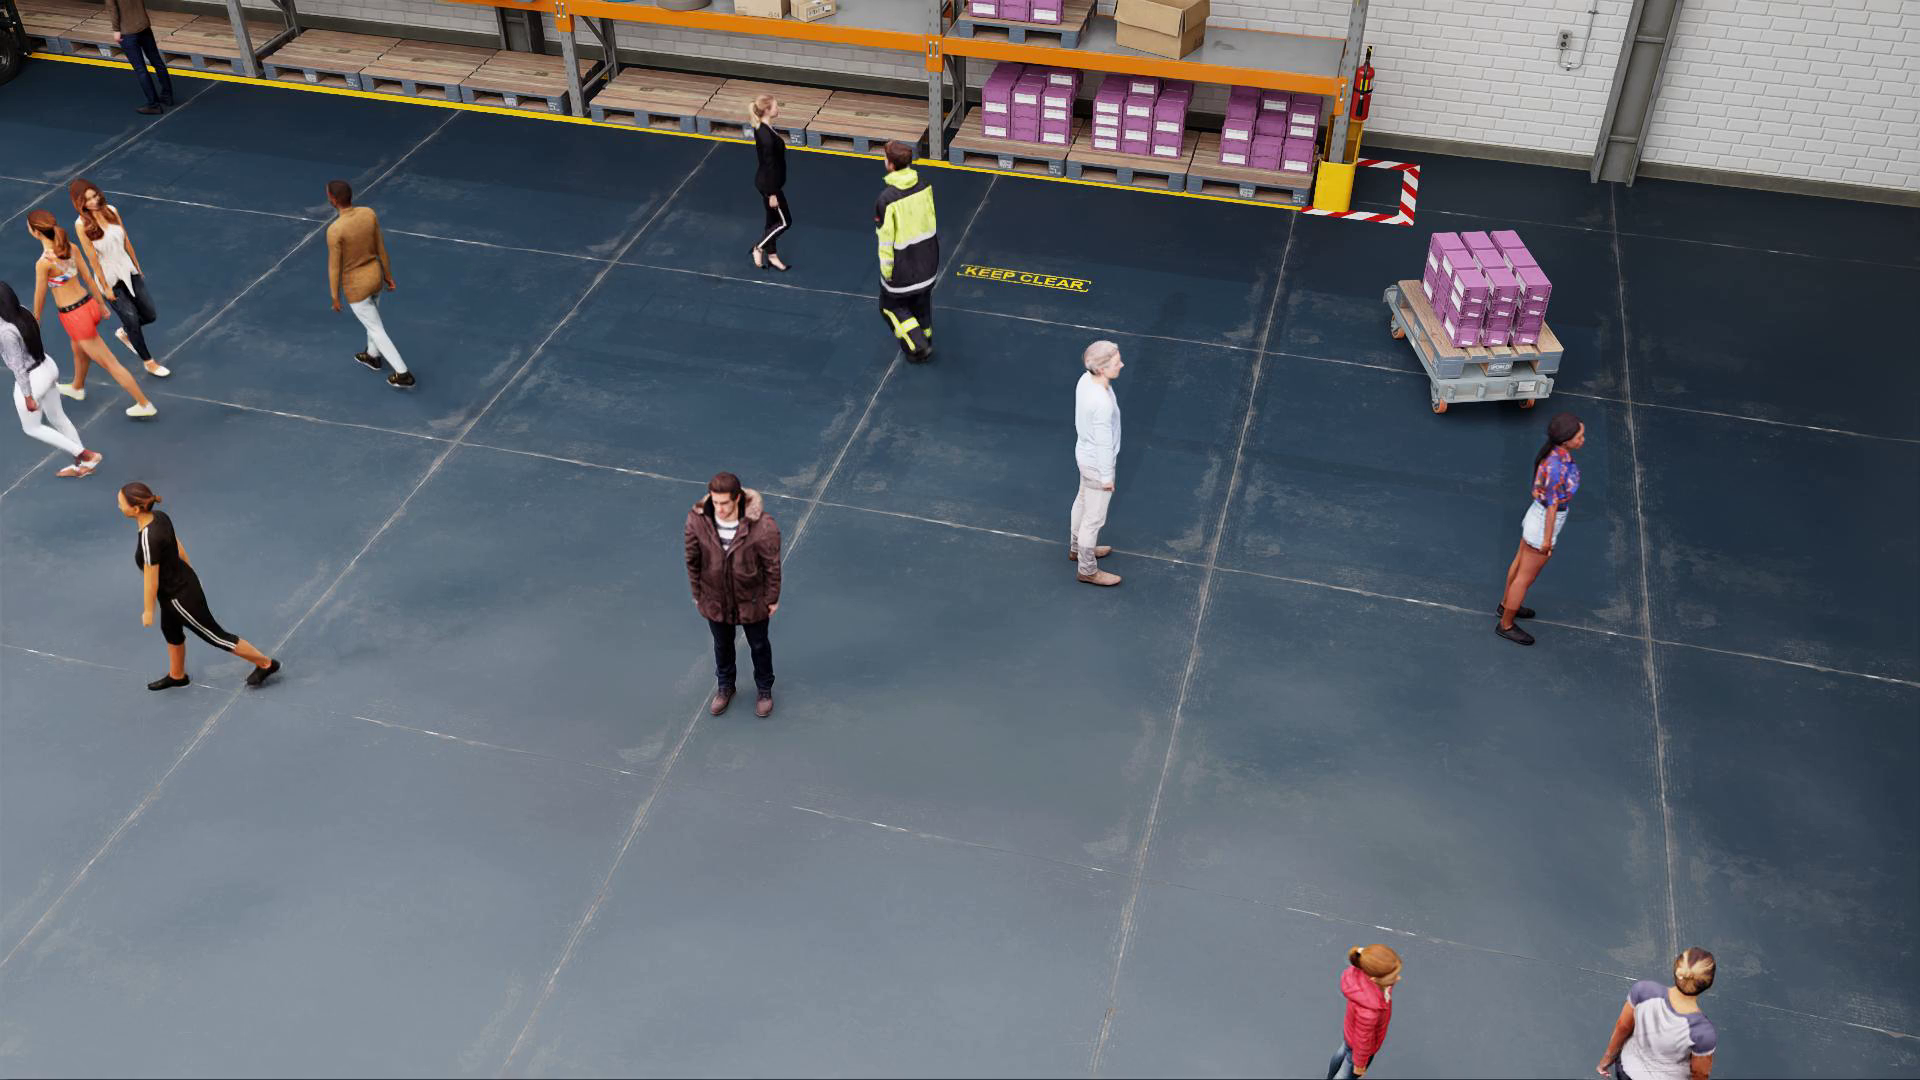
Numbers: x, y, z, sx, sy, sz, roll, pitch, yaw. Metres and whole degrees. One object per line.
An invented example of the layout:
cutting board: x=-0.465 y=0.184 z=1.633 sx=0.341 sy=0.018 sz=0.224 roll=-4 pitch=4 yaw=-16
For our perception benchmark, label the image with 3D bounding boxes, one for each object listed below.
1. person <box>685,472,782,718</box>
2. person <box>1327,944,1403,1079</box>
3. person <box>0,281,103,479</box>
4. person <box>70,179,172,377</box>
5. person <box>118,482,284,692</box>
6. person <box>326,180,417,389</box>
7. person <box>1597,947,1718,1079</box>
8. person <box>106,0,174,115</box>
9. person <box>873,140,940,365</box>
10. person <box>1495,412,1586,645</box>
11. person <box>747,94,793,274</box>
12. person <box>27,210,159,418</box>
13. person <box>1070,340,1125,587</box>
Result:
person: x=-1.386 y=0.326 z=10.311 sx=0.639 sy=1.847 sz=0.842 roll=5 pitch=39 yaw=6
person: x=1.944 y=2.412 z=8.123 sx=0.471 sy=1.317 sz=0.512 roll=10 pitch=40 yaw=13
person: x=-6.724 y=-1.156 z=12.274 sx=0.785 sy=1.714 sz=0.733 roll=-3 pitch=39 yaw=-3
person: x=-6.871 y=-2.113 z=13.426 sx=0.812 sy=1.771 sz=0.663 roll=14 pitch=41 yaw=17
person: x=-4.821 y=0.328 z=10.478 sx=1.155 sy=1.636 sz=0.975 roll=-12 pitch=40 yaw=-15
person: x=-4.707 y=-2.002 z=13.272 sx=1.094 sy=1.790 sz=0.850 roll=21 pitch=43 yaw=25
person: x=3.177 y=2.549 z=7.753 sx=1.061 sy=1.566 sz=1.080 roll=-25 pitch=45 yaw=-27
person: x=-8.695 y=-5.421 z=17.474 sx=0.579 sy=1.888 sz=0.655 roll=12 pitch=40 yaw=15
person: x=-0.359 y=-2.244 z=13.438 sx=0.961 sy=1.961 sz=1.016 roll=-27 pitch=46 yaw=-30
person: x=3.820 y=-0.101 z=10.929 sx=0.499 sy=1.743 sz=0.583 roll=10 pitch=40 yaw=12
person: x=-1.757 y=-3.113 z=14.737 sx=0.811 sy=1.697 sz=0.769 roll=-9 pitch=40 yaw=-12
person: x=-6.748 y=-1.687 z=12.920 sx=1.182 sy=1.737 sz=0.638 roll=6 pitch=39 yaw=7
person: x=0.929 y=-0.543 z=11.362 sx=0.698 sy=1.894 sz=0.730 roll=-3 pitch=39 yaw=-3
